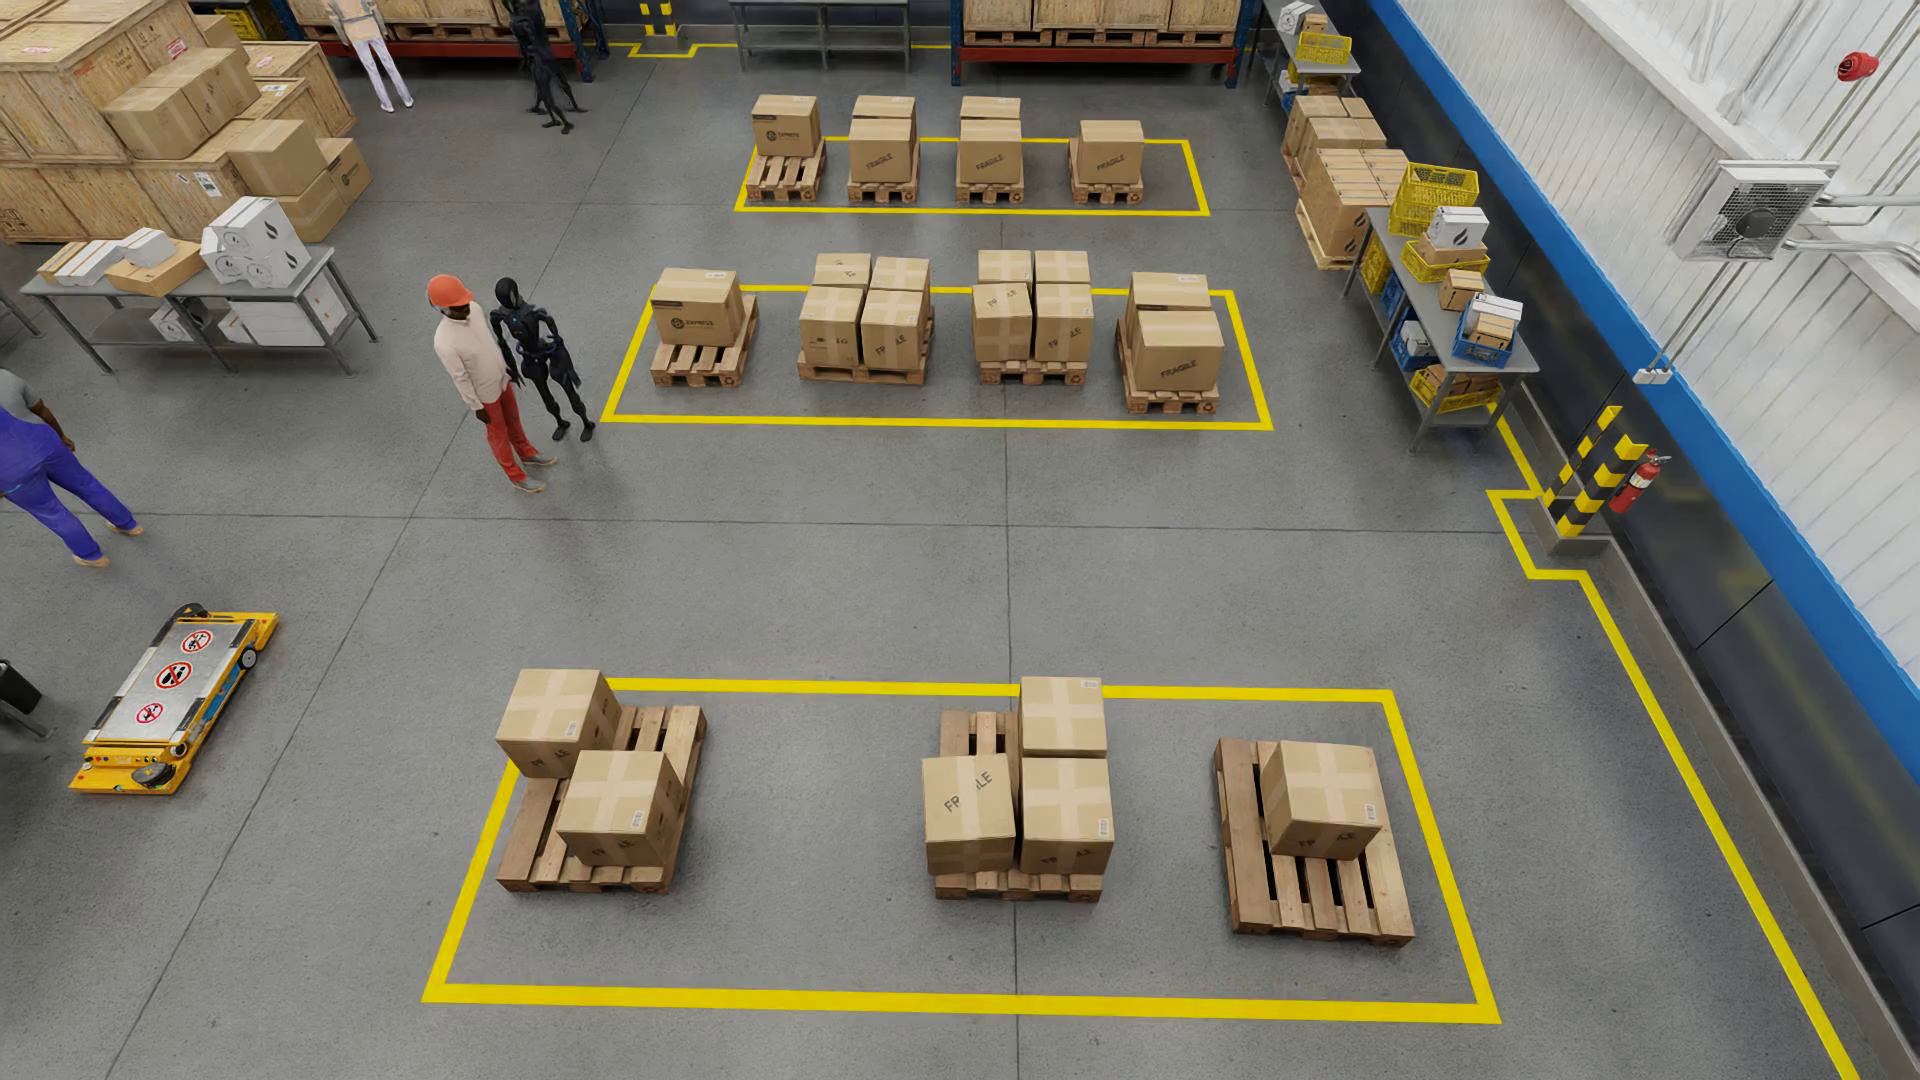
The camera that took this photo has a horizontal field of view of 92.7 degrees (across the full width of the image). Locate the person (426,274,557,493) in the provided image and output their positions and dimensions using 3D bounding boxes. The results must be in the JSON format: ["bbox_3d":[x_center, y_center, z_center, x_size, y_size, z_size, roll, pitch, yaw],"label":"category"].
[{"bbox_3d":[-3.722,-1.232,7.279,0.392,1.994,0.610,3,50,3],"label":"person"}]

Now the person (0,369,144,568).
[{"bbox_3d":[-6.949,-0.637,6.747,0.536,2.000,0.679,13,51,11],"label":"person"}]

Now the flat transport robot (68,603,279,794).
[{"bbox_3d":[-5.504,1.072,6.442,0.652,0.197,1.431,1,50,1],"label":"flat transport robot"}]

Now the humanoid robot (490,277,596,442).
[{"bbox_3d":[-3.508,-1.481,7.698,0.565,1.651,0.346,-1,50,-1],"label":"humanoid robot"}]

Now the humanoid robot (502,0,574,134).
[{"bbox_3d":[-5.333,-5.999,11.524,0.358,1.644,0.607,-30,56,-23],"label":"humanoid robot"}]

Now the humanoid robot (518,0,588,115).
[{"bbox_3d":[-5.429,-6.302,11.810,0.739,1.623,0.559,6,50,5],"label":"humanoid robot"}]

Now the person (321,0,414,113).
[{"bbox_3d":[-7.690,-6.527,11.802,0.585,1.929,0.364,-29,55,-22],"label":"person"}]
